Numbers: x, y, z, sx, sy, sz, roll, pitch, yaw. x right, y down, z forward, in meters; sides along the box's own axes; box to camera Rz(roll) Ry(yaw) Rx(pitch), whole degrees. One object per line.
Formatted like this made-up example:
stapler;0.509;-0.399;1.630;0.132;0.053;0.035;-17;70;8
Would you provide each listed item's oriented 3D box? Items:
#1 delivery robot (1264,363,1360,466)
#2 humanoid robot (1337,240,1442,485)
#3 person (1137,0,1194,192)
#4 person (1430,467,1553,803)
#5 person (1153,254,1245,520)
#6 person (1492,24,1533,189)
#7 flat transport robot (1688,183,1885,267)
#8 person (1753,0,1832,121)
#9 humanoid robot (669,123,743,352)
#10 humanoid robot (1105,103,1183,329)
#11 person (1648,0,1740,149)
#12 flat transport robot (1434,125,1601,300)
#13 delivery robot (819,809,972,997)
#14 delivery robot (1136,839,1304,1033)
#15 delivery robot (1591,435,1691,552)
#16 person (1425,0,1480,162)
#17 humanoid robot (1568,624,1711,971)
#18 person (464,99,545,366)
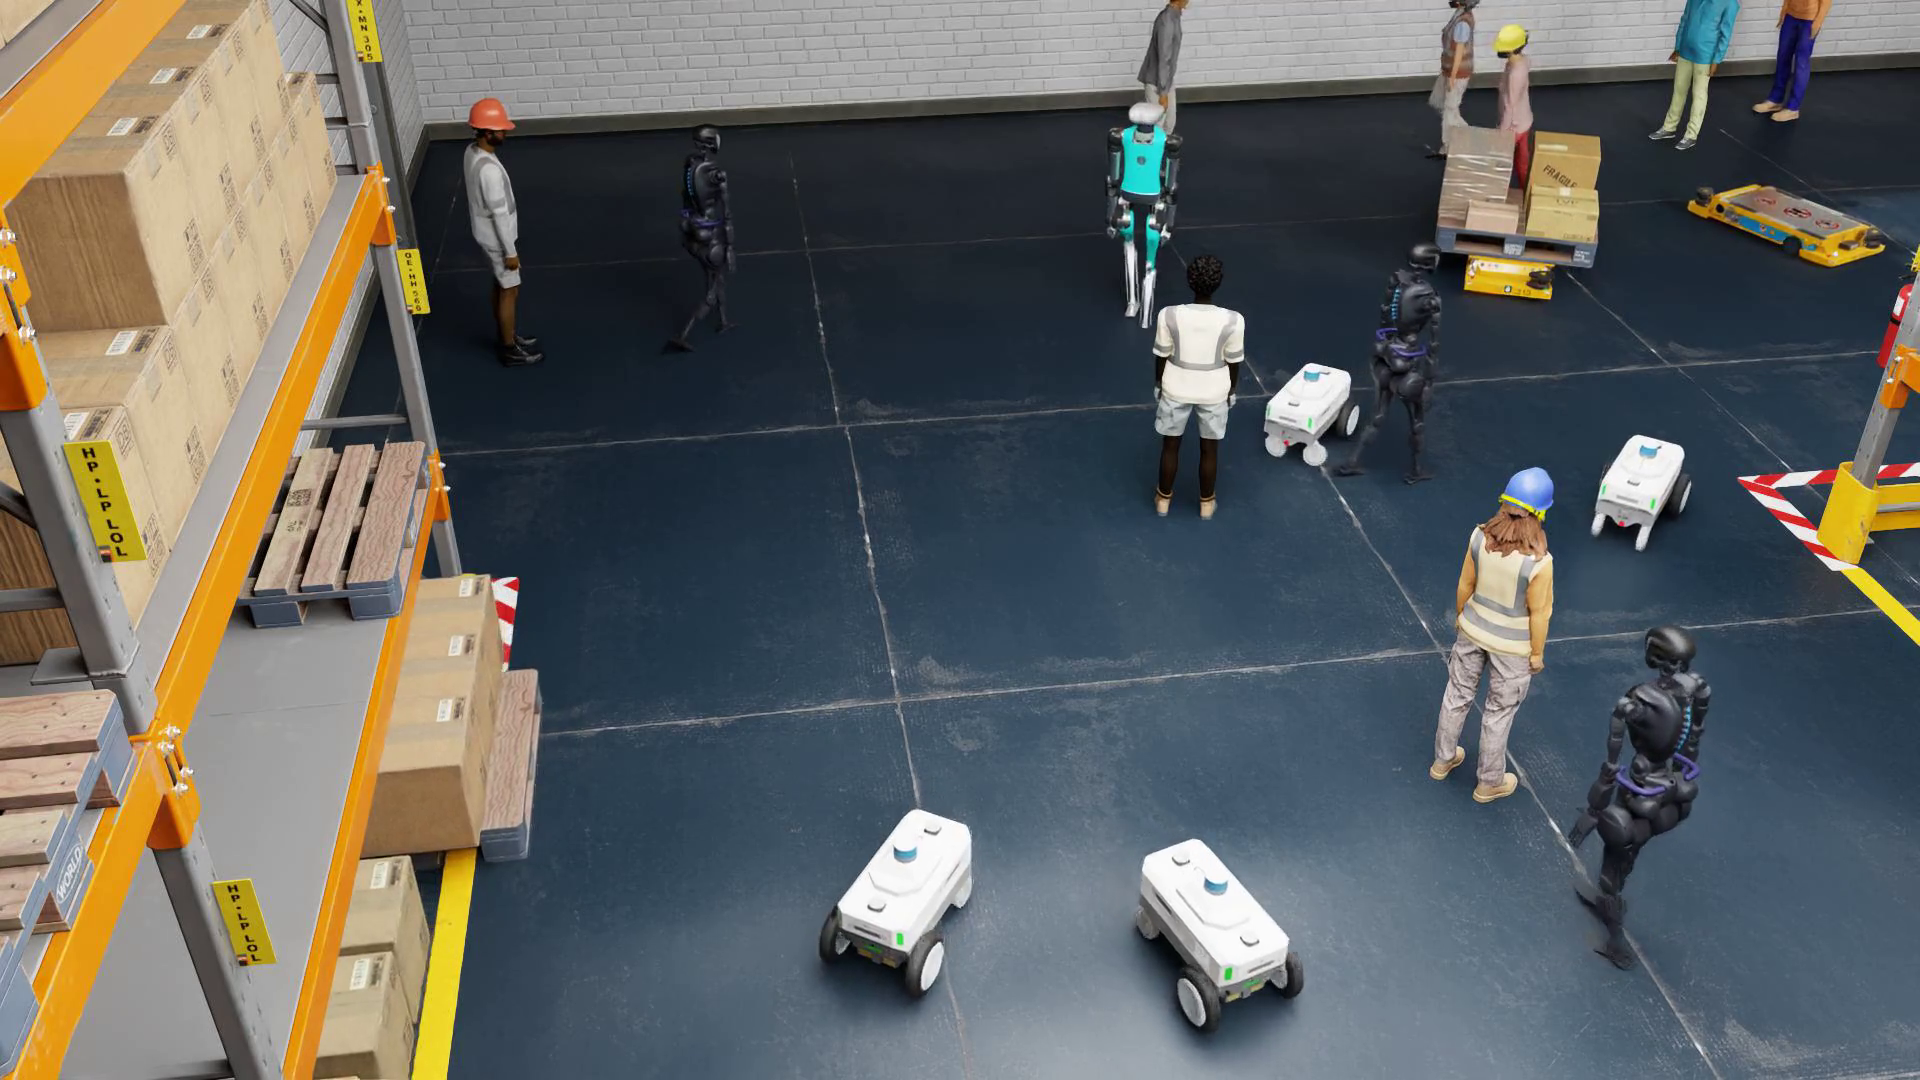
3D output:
delivery robot;2.302;-0.866;10.935;0.510;0.614;0.786;19;38;27
humanoid robot;2.733;-1.101;10.280;0.608;1.644;0.599;-12;35;-18
person;1.756;-3.968;14.465;0.446;1.879;0.576;6;34;10
person;2.521;0.452;7.781;0.312;1.775;0.460;-26;41;-34
person;1.401;-0.887;9.912;0.535;1.692;0.319;6;34;9
person;4.525;-3.416;13.753;0.635;1.726;0.548;12;35;18
flat transport robot;6.916;-2.668;13.940;0.659;0.231;1.431;-17;37;-24
person;8.135;-5.068;16.066;0.402;1.973;0.516;-12;35;-17
humanoid robot;-1.882;-2.168;11.912;0.696;1.632;0.613;-25;41;-33
humanoid robot;1.355;-2.381;12.200;0.540;1.815;0.769;9;34;13
person;6.831;-4.520;15.429;0.336;1.741;0.562;-15;36;-22
flat transport robot;4.444;-2.337;13.434;0.659;0.231;1.431;9;34;14
delivery robot;-0.237;1.536;7.230;0.499;0.587;0.789;15;36;22
delivery robot;1.078;1.644;7.063;0.499;0.585;0.765;-15;36;-22
delivery robot;4.137;-0.332;10.117;0.499;0.614;0.804;20;38;27
person;4.498;-4.244;15.060;0.417;1.675;0.455;3;33;5
humanoid robot;2.835;1.072;6.950;0.608;1.665;0.509;-16;36;-23
person;-3.192;-2.128;11.605;0.387;1.924;0.546;-15;36;-22
